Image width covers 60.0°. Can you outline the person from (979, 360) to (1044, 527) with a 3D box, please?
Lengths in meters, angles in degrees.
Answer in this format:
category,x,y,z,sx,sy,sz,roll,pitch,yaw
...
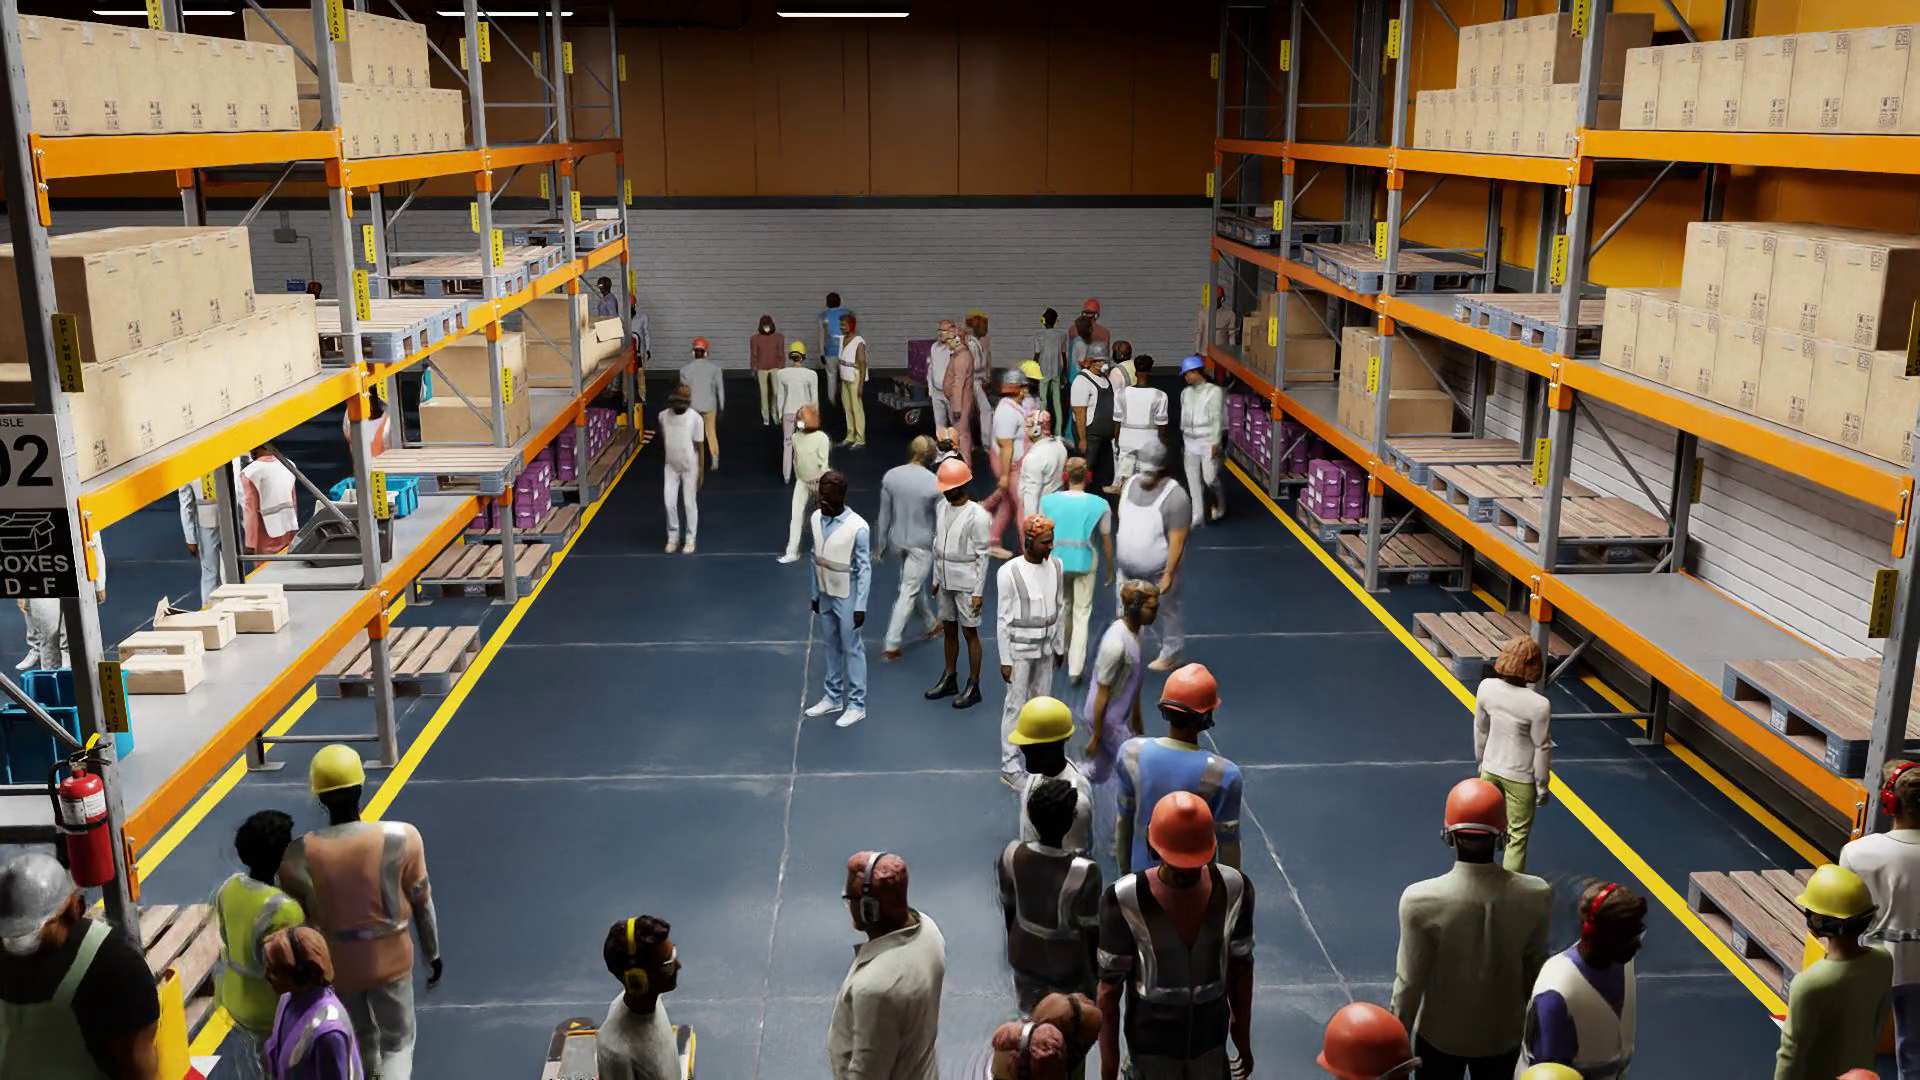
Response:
category,x,y,z,sx,sy,sz,roll,pitch,yaw
person,0.618,-1.011,17.994,0.782,1.902,0.593,11,18,37

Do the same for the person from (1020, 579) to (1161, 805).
category,x,y,z,sx,sy,sz,roll,pitch,yaw
person,0.811,1.070,10.041,0.854,1.789,0.495,3,15,12

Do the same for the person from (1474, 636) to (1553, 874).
category,x,y,z,sx,sy,sz,roll,pitch,yaw
person,3.092,1.326,9.326,0.285,1.633,0.499,-9,17,-32

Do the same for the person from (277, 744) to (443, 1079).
category,x,y,z,sx,sy,sz,roll,pitch,yaw
person,-2.509,1.794,6.967,0.600,1.896,0.770,-2,14,-8

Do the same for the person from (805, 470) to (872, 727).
category,x,y,z,sx,sy,sz,roll,pitch,yaw
person,-0.882,0.430,12.323,0.395,1.895,0.590,-13,20,-42

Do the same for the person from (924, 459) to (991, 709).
category,x,y,z,sx,sy,sz,roll,pitch,yaw
person,-0.028,0.326,12.665,0.372,1.928,0.543,-14,20,-43

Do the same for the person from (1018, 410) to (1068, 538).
category,x,y,z,sx,sy,sz,roll,pitch,yaw
person,0.715,-0.226,14.904,0.396,1.898,0.647,7,16,26

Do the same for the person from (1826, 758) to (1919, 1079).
category,x,y,z,sx,sy,sz,roll,pitch,yaw
person,3.918,1.822,6.985,0.563,1.836,0.386,0,14,1

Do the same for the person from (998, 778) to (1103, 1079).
category,x,y,z,sx,sy,sz,roll,pitch,yaw
person,0.390,1.835,7.206,0.555,1.683,0.452,11,18,37

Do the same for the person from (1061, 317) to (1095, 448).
category,x,y,z,sx,sy,sz,roll,pitch,yaw
person,1.614,-2.089,22.384,0.437,1.831,0.589,0,14,0

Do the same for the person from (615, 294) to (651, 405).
category,x,y,z,sx,sy,sz,roll,pitch,yaw
person,-5.118,-2.986,26.012,0.575,1.749,0.333,-3,15,-12

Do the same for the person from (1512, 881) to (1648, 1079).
category,x,y,z,sx,sy,sz,roll,pitch,yaw
person,2.268,2.084,5.965,0.560,1.827,0.567,-11,18,-37

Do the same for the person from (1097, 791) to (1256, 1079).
category,x,y,z,sx,sy,sz,roll,pitch,yaw
person,0.826,1.892,6.320,0.613,2.031,0.402,-3,15,-11

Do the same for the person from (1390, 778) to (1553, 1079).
category,x,y,z,sx,sy,sz,roll,pitch,yaw
person,1.952,1.878,6.446,0.612,1.990,0.392,-1,14,-5

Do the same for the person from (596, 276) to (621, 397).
category,x,y,z,sx,sy,sz,roll,pitch,yaw
person,-5.661,-3.273,26.771,0.361,1.938,0.635,-5,15,-19

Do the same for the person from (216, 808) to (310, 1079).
category,x,y,z,sx,sy,sz,roll,pitch,yaw
person,-2.932,1.940,6.842,0.545,1.671,0.700,12,19,40

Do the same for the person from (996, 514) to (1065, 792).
category,x,y,z,sx,sy,sz,roll,pitch,yaw
person,0.482,0.741,11.141,0.581,1.879,0.355,-12,19,-40

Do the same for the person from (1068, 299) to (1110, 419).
category,x,y,z,sx,sy,sz,roll,pitch,yaw
person,1.790,-2.339,23.028,0.609,1.986,0.419,5,15,18

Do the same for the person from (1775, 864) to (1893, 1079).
category,x,y,z,sx,sy,sz,roll,pitch,yaw
person,3.220,2.051,6.236,0.529,1.761,0.338,-7,16,-24

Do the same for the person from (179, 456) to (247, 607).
category,x,y,z,sx,sy,sz,roll,pitch,yaw
person,-6.433,-0.098,14.381,0.408,1.907,0.598,9,17,31

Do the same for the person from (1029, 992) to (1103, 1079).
category,x,y,z,sx,sy,sz,roll,pitch,yaw
person,0.214,2.265,5.655,0.503,1.620,0.553,-3,15,-11

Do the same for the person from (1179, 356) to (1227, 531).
category,x,y,z,sx,sy,sz,roll,pitch,yaw
person,2.652,-1.068,18.231,0.634,1.882,0.687,13,19,41

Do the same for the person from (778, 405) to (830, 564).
category,x,y,z,sx,sy,sz,roll,pitch,yaw
person,-1.502,-0.592,16.947,0.503,1.589,0.862,8,16,29

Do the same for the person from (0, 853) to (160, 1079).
category,x,y,z,sx,sy,sz,roll,pitch,yaw
person,-3.191,1.985,5.928,0.715,2.000,0.551,1,14,6

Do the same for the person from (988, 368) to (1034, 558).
category,x,y,z,sx,sy,sz,roll,pitch,yaw
person,0.557,-0.767,16.728,0.718,2.000,0.722,0,14,1

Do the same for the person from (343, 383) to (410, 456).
category,x,y,z,sx,sy,sz,roll,pitch,yaw
person,-5.743,-0.733,16.597,0.682,2.000,0.537,7,16,27

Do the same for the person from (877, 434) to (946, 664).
category,x,y,z,sx,sy,sz,roll,pitch,yaw
person,-0.352,0.048,13.856,0.633,1.878,1.035,10,17,33

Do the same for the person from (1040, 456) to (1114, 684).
category,x,y,z,sx,sy,sz,roll,pitch,yaw
person,0.937,0.216,13.382,0.578,1.795,0.977,5,15,17

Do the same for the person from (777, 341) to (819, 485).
category,x,y,z,sx,sy,sz,roll,pitch,yaw
person,-1.983,-1.551,20.383,0.520,1.759,0.349,1,14,5

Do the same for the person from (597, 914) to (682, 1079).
category,x,y,z,sx,sy,sz,roll,pitch,yaw
person,-1.040,2.140,5.651,0.327,1.877,0.513,0,14,0

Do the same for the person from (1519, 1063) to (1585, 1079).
category,x,y,z,sx,sy,sz,roll,pitch,yaw
person,1.633,2.350,4.749,0.579,1.919,0.387,3,15,13
